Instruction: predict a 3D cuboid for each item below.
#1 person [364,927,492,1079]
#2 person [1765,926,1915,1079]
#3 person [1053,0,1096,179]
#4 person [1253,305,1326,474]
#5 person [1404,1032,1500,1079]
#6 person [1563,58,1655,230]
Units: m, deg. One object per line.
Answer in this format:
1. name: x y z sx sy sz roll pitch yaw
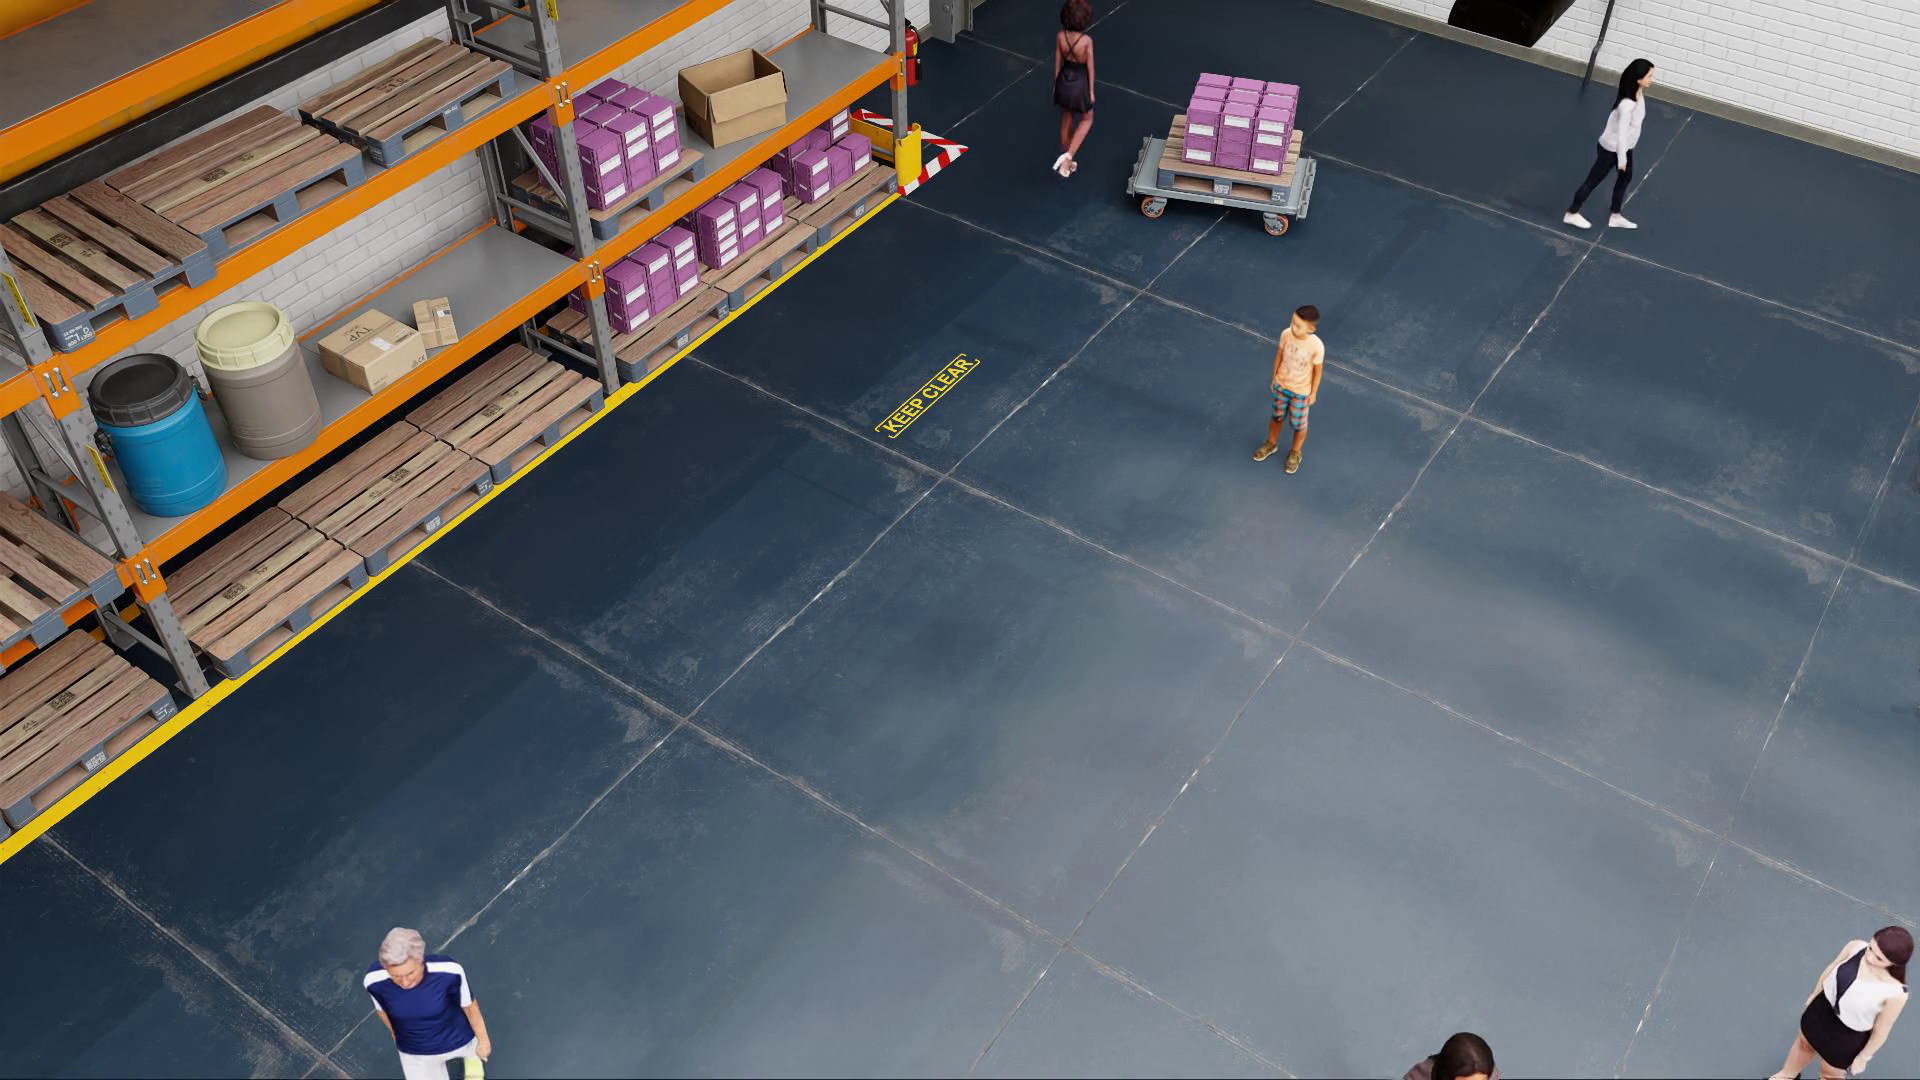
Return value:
1. person: -2.661 2.446 8.471 1.197 1.780 1.215 -10 44 -10
2. person: 4.527 2.481 8.528 0.690 1.650 0.670 -17 46 -17
3. person: 1.004 -4.102 15.347 0.588 1.775 0.755 23 48 22
4. person: 2.514 -1.164 12.493 0.523 1.460 0.477 27 50 26
5. person: 2.228 2.805 8.078 1.102 1.801 1.141 -9 44 -10
6. person: 5.741 -3.518 14.807 0.751 1.675 0.828 21 47 20
